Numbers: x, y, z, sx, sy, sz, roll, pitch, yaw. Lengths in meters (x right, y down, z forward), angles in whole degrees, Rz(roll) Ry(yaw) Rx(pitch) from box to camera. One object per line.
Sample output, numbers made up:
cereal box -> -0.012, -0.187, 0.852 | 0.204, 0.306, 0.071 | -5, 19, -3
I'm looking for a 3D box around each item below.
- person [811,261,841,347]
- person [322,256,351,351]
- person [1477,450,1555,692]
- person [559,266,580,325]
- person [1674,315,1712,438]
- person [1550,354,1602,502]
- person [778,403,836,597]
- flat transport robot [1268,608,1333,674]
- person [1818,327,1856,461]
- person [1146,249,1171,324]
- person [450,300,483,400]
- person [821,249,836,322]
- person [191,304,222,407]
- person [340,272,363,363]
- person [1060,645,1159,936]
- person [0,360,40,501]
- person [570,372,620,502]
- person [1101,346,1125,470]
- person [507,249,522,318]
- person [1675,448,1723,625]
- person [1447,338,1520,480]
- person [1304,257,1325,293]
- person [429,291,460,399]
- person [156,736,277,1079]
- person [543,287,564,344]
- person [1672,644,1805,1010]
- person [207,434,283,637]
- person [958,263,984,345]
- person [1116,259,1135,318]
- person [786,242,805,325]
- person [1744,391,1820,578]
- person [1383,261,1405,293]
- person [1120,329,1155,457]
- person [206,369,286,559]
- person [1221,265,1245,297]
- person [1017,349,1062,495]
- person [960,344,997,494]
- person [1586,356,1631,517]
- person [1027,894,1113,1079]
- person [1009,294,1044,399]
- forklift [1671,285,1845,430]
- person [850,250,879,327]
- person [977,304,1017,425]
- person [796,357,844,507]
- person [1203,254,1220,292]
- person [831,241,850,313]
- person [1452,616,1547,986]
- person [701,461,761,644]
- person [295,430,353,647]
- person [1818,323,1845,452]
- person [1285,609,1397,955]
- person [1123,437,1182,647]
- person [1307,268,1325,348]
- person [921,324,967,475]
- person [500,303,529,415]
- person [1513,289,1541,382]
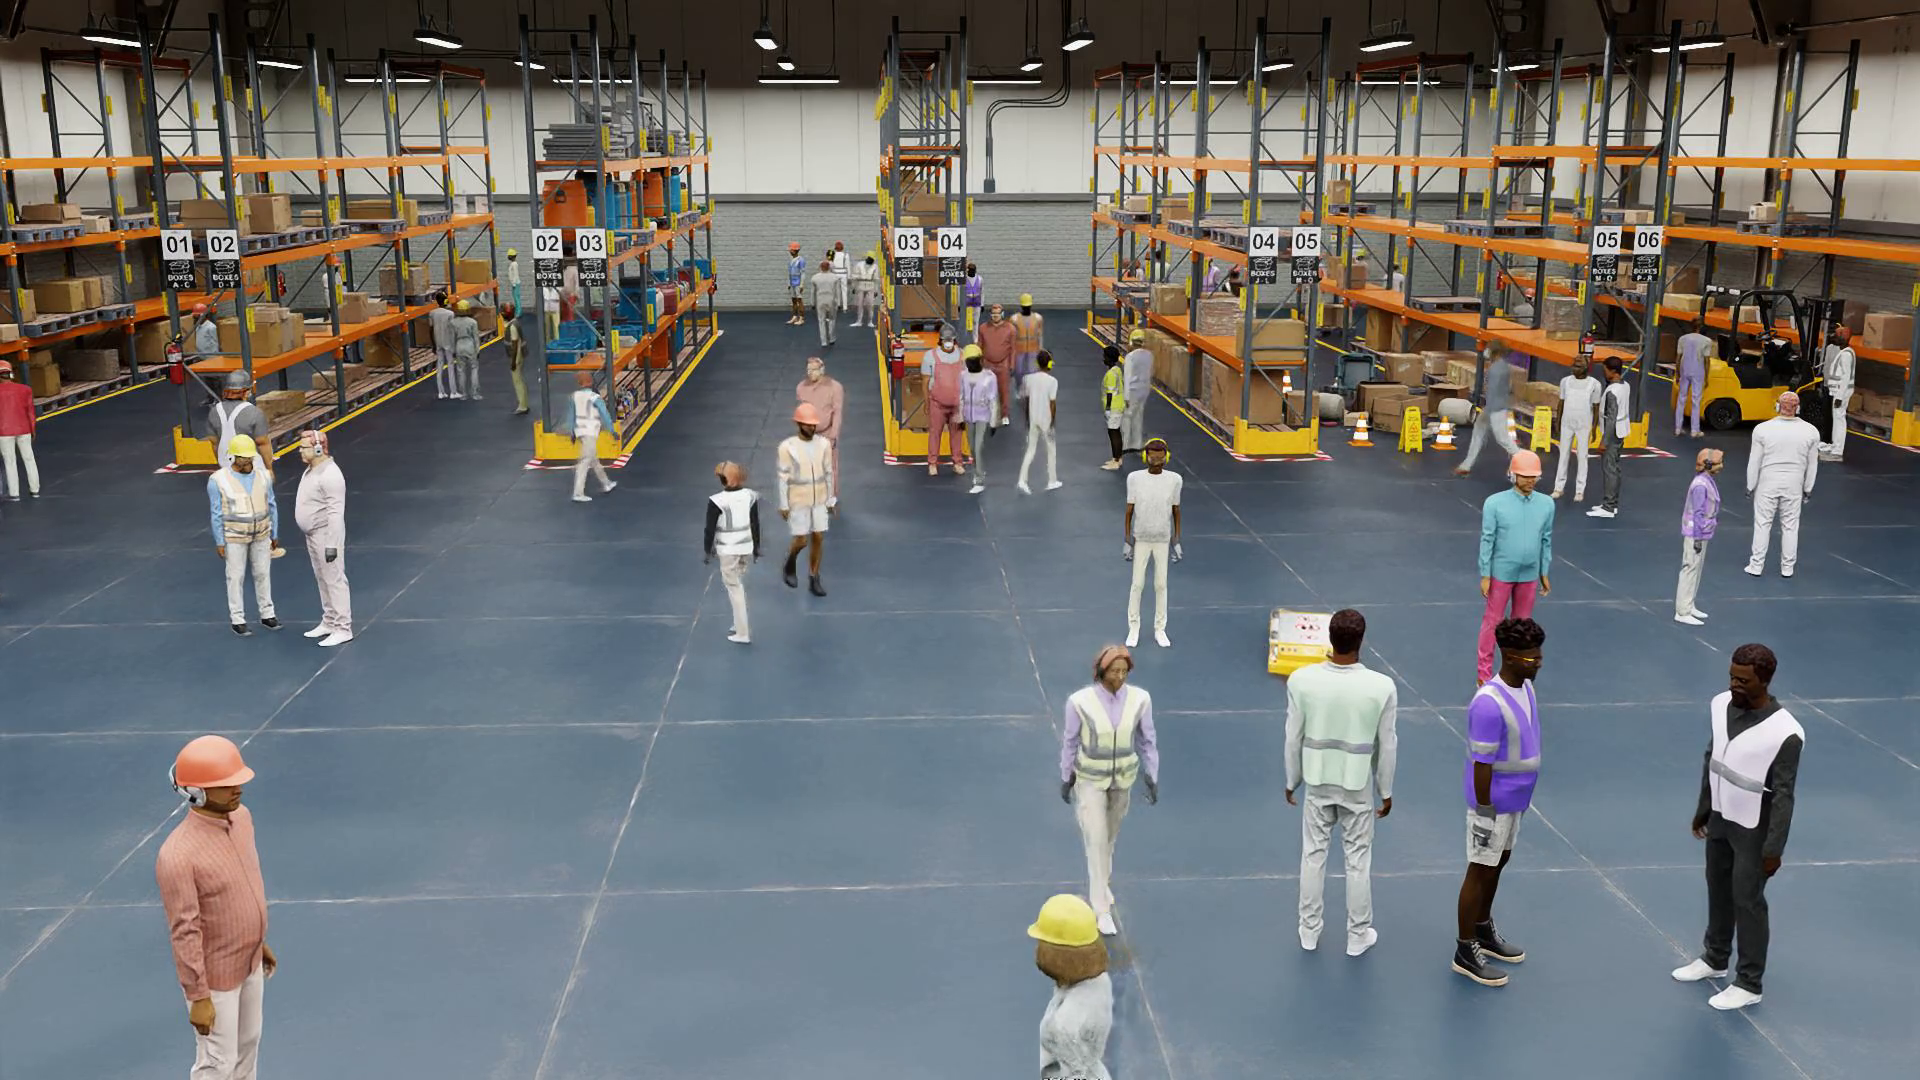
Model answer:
person -> -2.962, -5.245, 36.845 | 0.674, 1.863, 0.932 | 0, 13, -2
person -> -13.450, -5.104, 35.888 | 0.372, 2.040, 0.616 | 2, 14, 10
person -> 4.424, 0.264, 13.245 | 0.611, 1.996, 0.387 | -2, 13, -9
person -> -9.165, -5.667, 38.649 | 0.635, 1.879, 1.188 | -2, 13, -8
person -> 11.078, -2.473, 25.164 | 0.351, 1.846, 0.506 | -12, 18, -41
person -> 7.629, -1.390, 20.585 | 0.505, 1.842, 0.349 | 9, 16, 35
person -> -1.496, -0.397, 16.218 | 0.552, 1.924, 0.491 | -8, 15, -30
flat transport robot -> 3.012, 0.869, 14.379 | 0.652, 0.197, 1.431 | 3, 14, 11
person -> 12.297, -2.042, 23.254 | 0.359, 1.884, 0.573 | 7, 15, 26
person -> 4.828, -6.128, 40.544 | 0.601, 1.893, 0.441 | 3, 14, 13
person -> -8.566, -3.290, 28.847 | 0.491, 1.742, 0.306 | 0, 13, -1
person -> -3.271, -6.380, 41.755 | 0.554, 1.829, 0.415 | 8, 16, 32
person -> -12.735, -3.120, 28.108 | 0.564, 1.747, 0.339 | 11, 17, 38
person -> -12.455, -4.578, 33.918 | 0.539, 1.930, 0.389 | -12, 18, -41
person -> 0.862, 1.384, 9.338 | 0.537, 1.598, 0.809 | -4, 14, -16
person -> -11.796, -1.364, 20.685 | 0.353, 1.739, 0.563 | 10, 17, 38
person -> -4.580, -1.297, 20.704 | 0.533, 1.581, 0.830 | 11, 17, 38
person -> 2.079, -1.798, 22.642 | 0.321, 1.691, 0.533 | 3, 14, 14
person -> -11.481, -6.596, 42.802 | 0.312, 1.768, 0.530 | -4, 14, -17
person -> 6.805, -0.041, 15.323 | 0.313, 1.632, 0.521 | 8, 15, 30
person -> 7.062, -1.719, 21.911 | 1.048, 1.888, 0.634 | 3, 14, 14
person -> 9.052, -6.447, 42.250 | 0.559, 1.728, 0.766 | -11, 17, -40
person -> -8.997, -3.397, 29.021 | 0.519, 1.873, 0.335 | 4, 14, 15
person -> -3.041, 1.760, 6.909 | 0.381, 1.994, 0.614 | 0, 13, 1
person -> -8.659, -4.814, 35.204 | 0.572, 1.796, 0.987 | -4, 14, -16
person -> 3.995, 1.439, 8.462 | 0.384, 1.910, 0.593 | -3, 14, -12
person -> -6.406, -0.050, 14.952 | 0.403, 1.824, 0.591 | 12, 18, 42
person -> 0.242, -5.157, 36.555 | 0.621, 1.837, 0.429 | -3, 14, -13
person -> 4.090, -6.121, 41.064 | 0.516, 1.636, 0.314 | -4, 14, -15
person -> -4.063, -6.324, 41.054 | 0.375, 2.044, 0.605 | -11, 17, -39
person -> 8.337, -0.561, 16.929 | 0.652, 1.906, 0.409 | 3, 14, 13
person -> 10.099, -5.651, 38.811 | 0.530, 1.766, 0.327 | -1, 13, -5
person -> 2.464, -2.089, 23.635 | 0.624, 1.798, 0.511 | -12, 18, -41
person -> -7.555, -0.805, 17.677 | 0.696, 2.000, 0.535 | 3, 14, 13
person -> 5.577, -4.593, 33.898 | 0.674, 1.975, 1.063 | -4, 14, -18
person -> 0.986, -1.497, 21.057 | 0.524, 1.836, 0.921 | 8, 16, 32
person -> 0.251, -1.576, 21.298 | 0.644, 1.884, 0.765 | 11, 17, 38
person -> 7.733, -1.224, 19.724 | 0.391, 1.915, 0.587 | 9, 16, 33
person -> 0.444, 2.098, 6.129 | 0.937, 1.697, 0.485 | 5, 14, 22
person -> 1.119, -3.267, 28.407 | 0.593, 1.910, 0.641 | -1, 13, -4
forklift -> 12.503, -2.886, 26.166 | 2.313, 2.155, 1.214 | -1, 13, -3
person -> -2.347, -6.112, 40.527 | 0.757, 1.879, 0.390 | 1, 13, 3
person -> 0.572, -2.764, 26.264 | 0.641, 1.908, 0.407 | 2, 13, 8
person -> -1.716, -1.258, 19.996 | 0.642, 1.855, 0.962 | 3, 14, 14
person -> 5.591, -5.555, 37.793 | 0.608, 2.045, 0.392 | -1, 13, -2
person -> -3.186, -6.965, 44.110 | 0.576, 1.883, 0.355 | 1, 13, 4
person -> 2.845, 1.341, 8.743 | 0.362, 1.963, 0.614 | 9, 16, 35
person -> -2.043, 0.104, 14.724 | 0.573, 1.619, 0.513 | 11, 17, 39
person -> -5.625, -0.023, 14.655 | 0.408, 1.908, 0.641 | -10, 17, -37
person -> 12.590, -2.203, 23.998 | 0.323, 1.861, 0.502 | -1, 13, -6
person -> 2.044, 1.310, 8.979 | 0.587, 1.920, 0.393 | 5, 14, 21
person -> 1.689, 0.022, 14.558 | 0.516, 1.865, 0.329 | 0, 13, 1
person -> 7.792, -5.084, 36.433 | 0.339, 1.746, 0.562 | 3, 14, 13
person -> -0.155, -1.876, 22.216 | 0.686, 2.000, 0.535 | -4, 14, -15
person -> -7.304, -2.983, 27.365 | 0.406, 1.831, 0.576 | -4, 14, -15
person -> 10.600, -3.819, 31.086 | 0.354, 1.744, 0.563 | -10, 17, -38
